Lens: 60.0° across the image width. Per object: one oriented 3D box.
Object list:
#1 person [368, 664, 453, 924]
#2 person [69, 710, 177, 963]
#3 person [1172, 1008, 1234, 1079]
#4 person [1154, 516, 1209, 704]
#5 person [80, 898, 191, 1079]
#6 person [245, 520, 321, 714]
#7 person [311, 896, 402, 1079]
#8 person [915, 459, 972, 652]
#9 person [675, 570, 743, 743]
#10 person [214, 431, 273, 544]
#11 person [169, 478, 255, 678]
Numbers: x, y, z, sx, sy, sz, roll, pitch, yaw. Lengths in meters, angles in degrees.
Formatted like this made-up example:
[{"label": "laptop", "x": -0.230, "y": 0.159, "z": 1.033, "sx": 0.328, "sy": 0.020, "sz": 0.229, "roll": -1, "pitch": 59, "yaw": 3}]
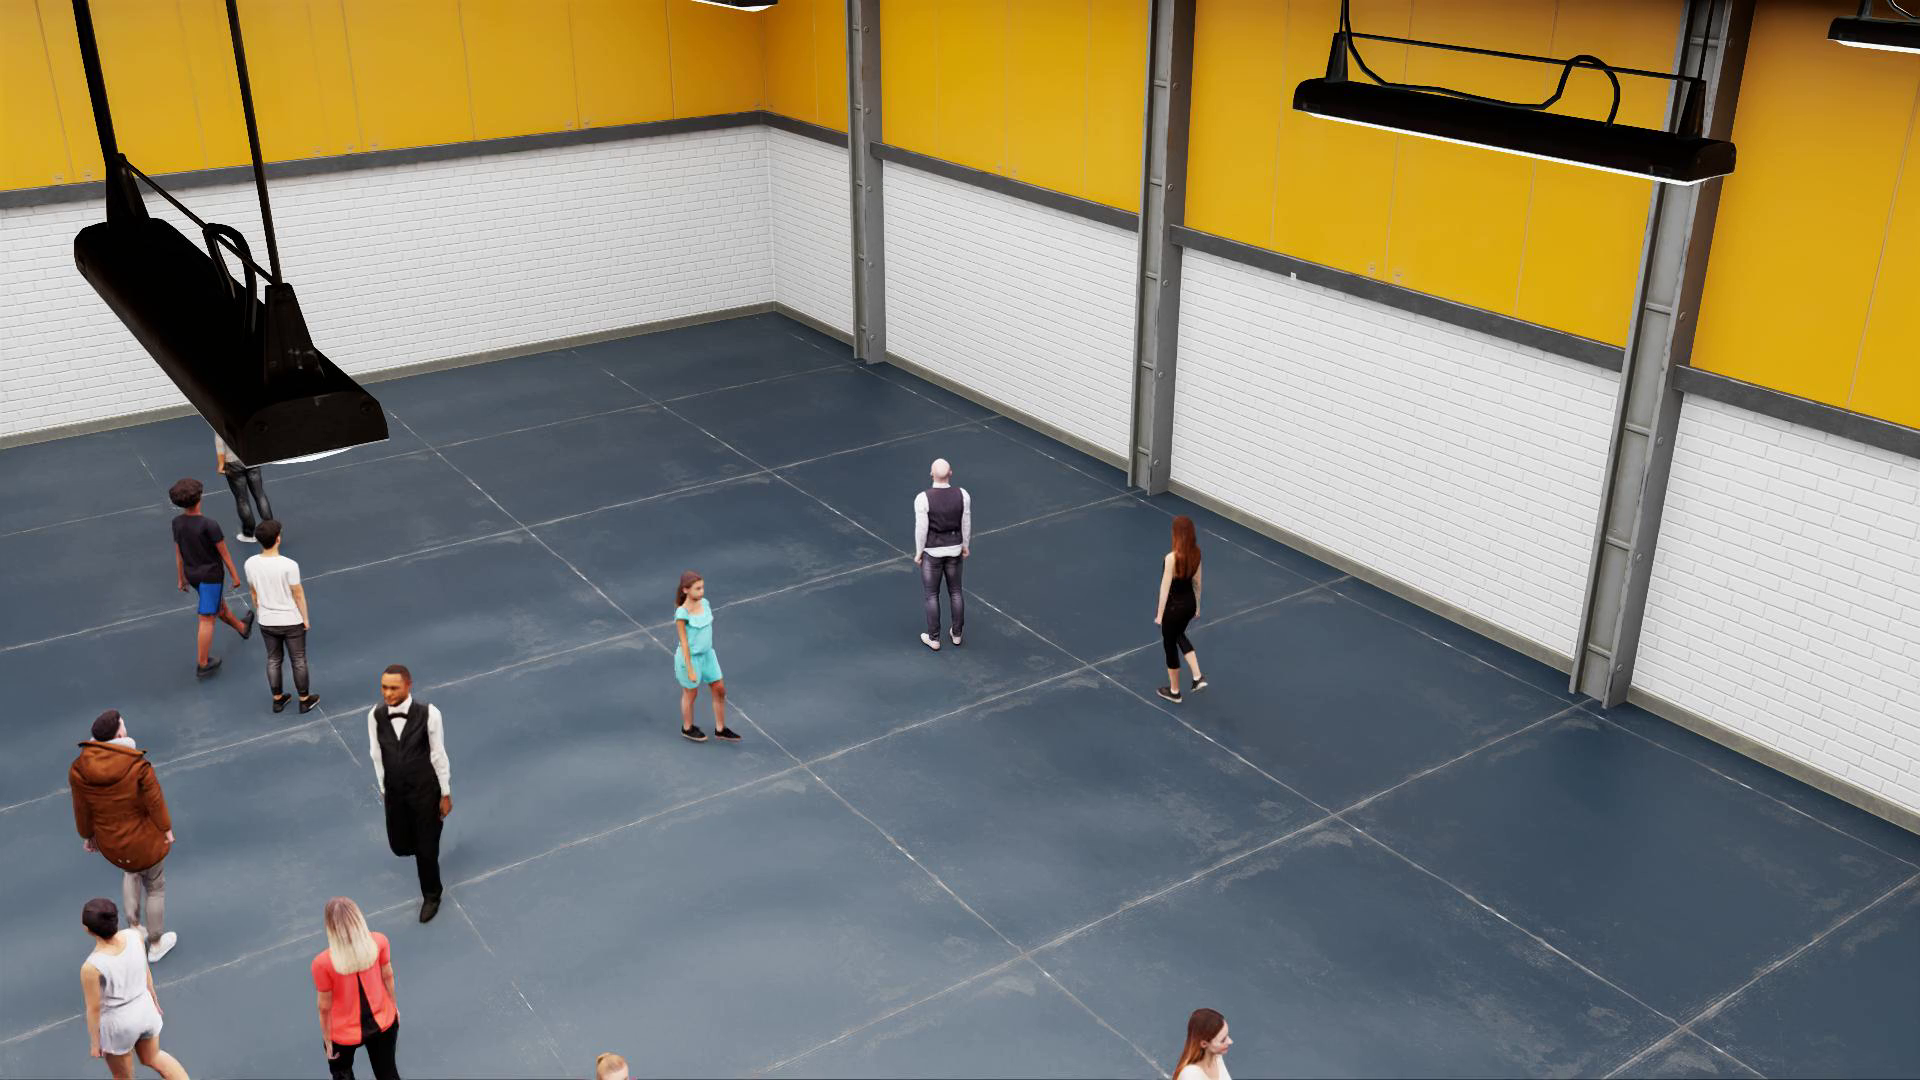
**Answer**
[{"label": "person", "x": -3.745, "y": 1.674, "z": 11.523, "sx": 0.982, "sy": 1.903, "sz": 1.068, "roll": 1, "pitch": 24, "yaw": 2}, {"label": "person", "x": -5.477, "y": 1.989, "z": 10.902, "sx": 0.876, "sy": 1.824, "sz": 0.918, "roll": 0, "pitch": 24, "yaw": 1}, {"label": "person", "x": 1.104, "y": 3.113, "z": 8.545, "sx": 1.191, "sy": 1.653, "sz": 0.942, "roll": 12, "pitch": 26, "yaw": 26}, {"label": "person", "x": 1.922, "y": 0.628, "z": 14.150, "sx": 0.600, "sy": 1.716, "sz": 0.714, "roll": -19, "pitch": 30, "yaw": -36}, {"label": "person", "x": -4.672, "y": 2.740, "z": 9.456, "sx": 0.908, "sy": 1.606, "sz": 0.820, "roll": 7, "pitch": 25, "yaw": 16}, {"label": "person", "x": -5.772, "y": 0.650, "z": 14.102, "sx": 0.695, "sy": 1.715, "sz": 0.739, "roll": 2, "pitch": 24, "yaw": 5}, {"label": "person", "x": -3.306, "y": 2.772, "z": 9.290, "sx": 0.612, "sy": 1.680, "sz": 0.624, "roll": -17, "pitch": 29, "yaw": -34}, {"label": "person", "x": -0.169, "y": 0.122, "z": 15.173, "sx": 0.743, "sy": 1.823, "sz": 0.663, "roll": -9, "pitch": 25, "yaw": -20}, {"label": "person", "x": -2.228, "y": 0.951, "z": 13.628, "sx": 0.839, "sy": 1.543, "sz": 0.679, "roll": 17, "pitch": 29, "yaw": 34}, {"label": "person", "x": -7.501, "y": -0.845, "z": 17.396, "sx": 0.667, "sy": 1.815, "sz": 0.724, "roll": 17, "pitch": 29, "yaw": 34}, {"label": "person", "x": -6.728, "y": 0.376, "z": 14.702, "sx": 1.155, "sy": 1.736, "sz": 1.179, "roll": 6, "pitch": 24, "yaw": 13}]
